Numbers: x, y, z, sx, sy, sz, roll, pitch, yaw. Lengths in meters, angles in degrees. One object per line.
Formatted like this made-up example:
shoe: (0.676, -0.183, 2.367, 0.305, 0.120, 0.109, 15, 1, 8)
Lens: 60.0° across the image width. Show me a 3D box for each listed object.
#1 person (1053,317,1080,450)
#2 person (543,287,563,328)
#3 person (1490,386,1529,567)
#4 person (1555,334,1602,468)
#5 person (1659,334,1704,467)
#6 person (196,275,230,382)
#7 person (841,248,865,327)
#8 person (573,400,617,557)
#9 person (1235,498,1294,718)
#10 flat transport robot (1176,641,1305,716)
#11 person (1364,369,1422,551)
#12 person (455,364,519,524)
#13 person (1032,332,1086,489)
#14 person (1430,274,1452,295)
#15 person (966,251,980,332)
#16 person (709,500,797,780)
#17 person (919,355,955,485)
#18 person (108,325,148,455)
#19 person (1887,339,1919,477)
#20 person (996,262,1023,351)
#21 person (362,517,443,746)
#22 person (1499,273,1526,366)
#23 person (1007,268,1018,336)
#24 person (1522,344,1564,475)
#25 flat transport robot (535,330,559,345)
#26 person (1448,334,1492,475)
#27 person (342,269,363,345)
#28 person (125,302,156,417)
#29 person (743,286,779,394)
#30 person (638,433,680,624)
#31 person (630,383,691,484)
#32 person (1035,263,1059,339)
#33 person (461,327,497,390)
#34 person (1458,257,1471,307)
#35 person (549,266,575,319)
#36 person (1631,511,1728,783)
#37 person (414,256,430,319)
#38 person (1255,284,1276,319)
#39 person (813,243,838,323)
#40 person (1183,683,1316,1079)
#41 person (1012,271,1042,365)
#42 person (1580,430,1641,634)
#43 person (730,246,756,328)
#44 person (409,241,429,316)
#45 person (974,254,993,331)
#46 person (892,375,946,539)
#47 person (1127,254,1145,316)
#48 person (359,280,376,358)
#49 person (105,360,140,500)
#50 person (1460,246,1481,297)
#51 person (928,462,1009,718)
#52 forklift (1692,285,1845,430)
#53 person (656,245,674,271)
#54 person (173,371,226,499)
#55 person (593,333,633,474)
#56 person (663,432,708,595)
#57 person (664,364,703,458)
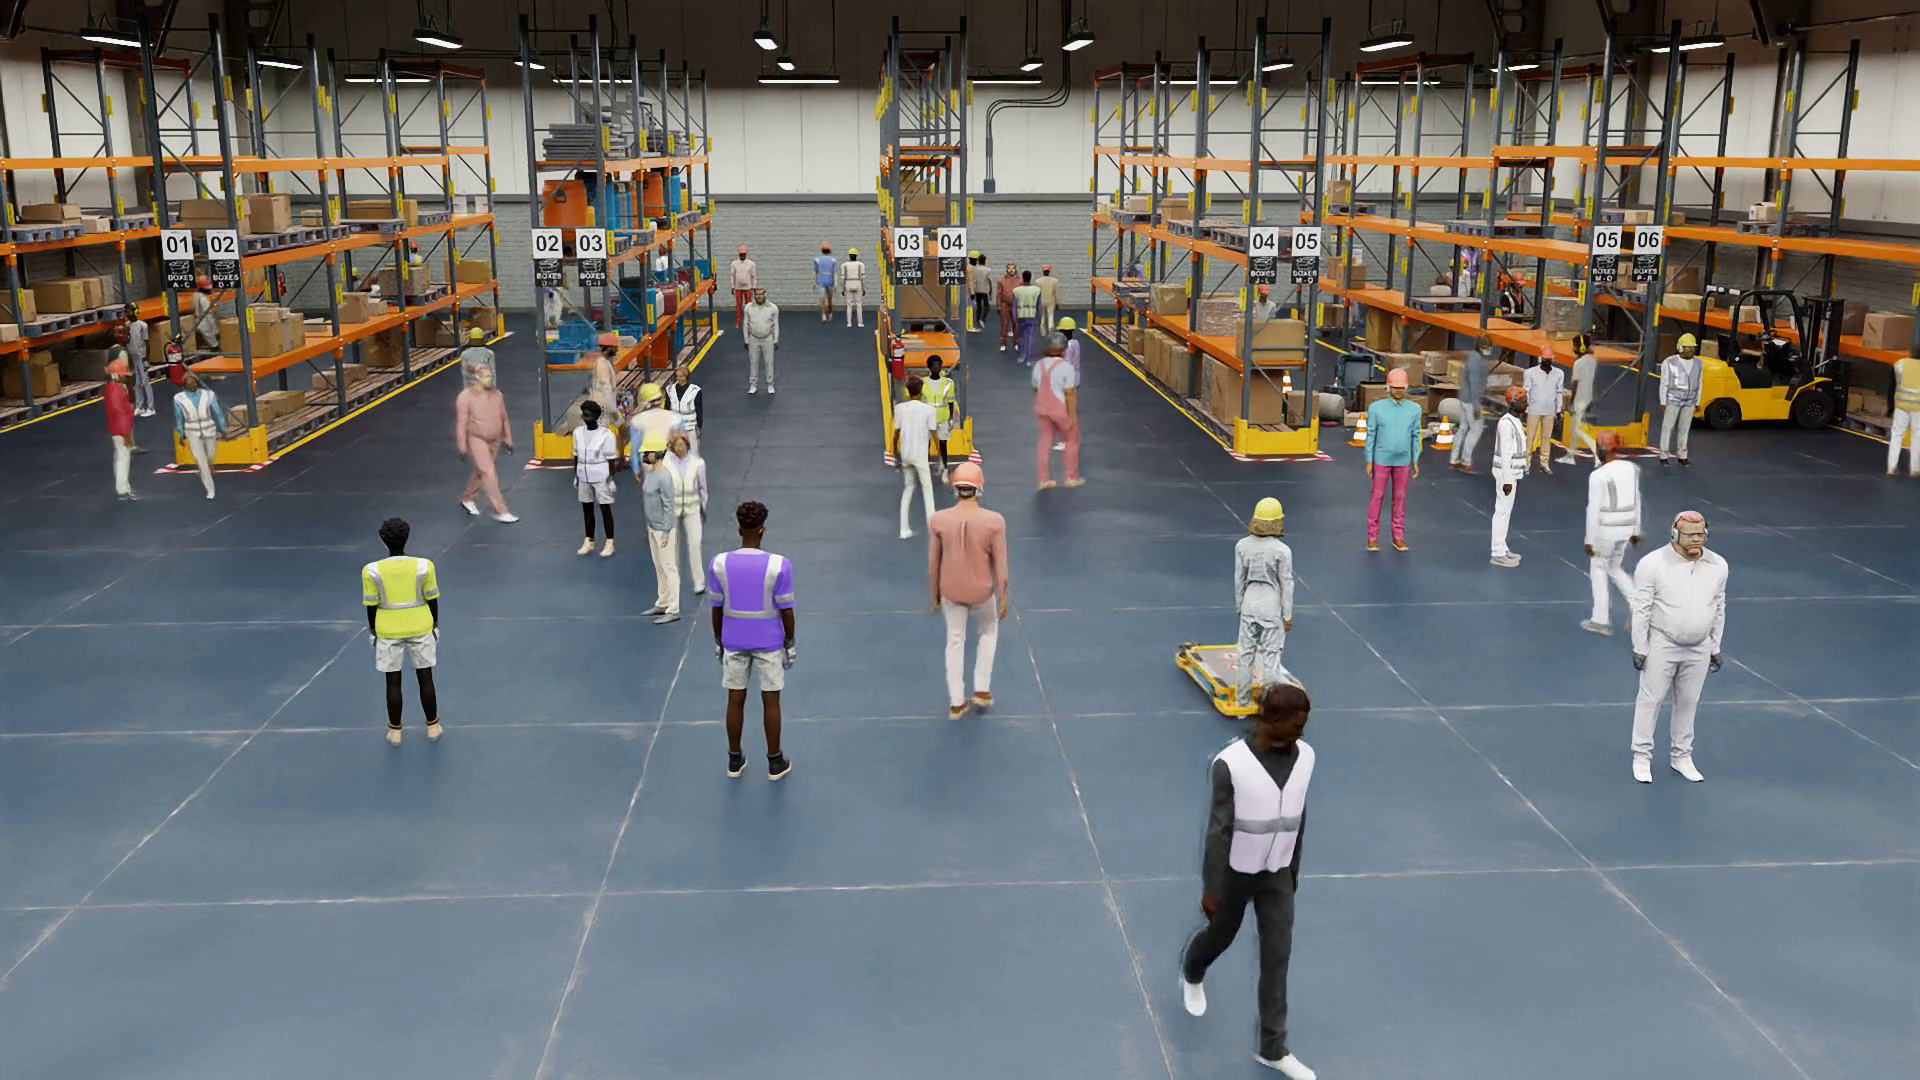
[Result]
person: (1.552, -2.265, 24.104, 0.366, 1.927, 0.588, 3, 14, 14)
person: (-9.875, -6.050, 40.387, 0.696, 1.810, 0.640, -8, 16, -31)
person: (5.769, -0.671, 17.448, 0.356, 1.883, 0.574, 6, 14, 23)
person: (8.530, -1.889, 22.731, 0.509, 1.838, 0.766, -10, 16, -36)
person: (9.885, -1.911, 22.800, 0.592, 1.837, 0.404, -1, 13, -3)
person: (-14.021, -3.967, 31.167, 0.490, 2.001, 0.734, -8, 15, -31)
person: (-2.595, -6.142, 40.551, 0.585, 1.917, 0.382, 0, 13, 0)
person: (-3.913, -0.661, 17.807, 0.536, 1.695, 0.318, 5, 14, 22)
person: (2.313, 0.535, 12.640, 0.486, 1.744, 0.294, 11, 17, 38)
flat transport robot: (2.251, 1.093, 13.431, 0.652, 0.197, 1.431, -2, 13, -8)
person: (4.689, -0.867, 18.037, 0.613, 1.994, 0.382, -1, 13, -3)
person: (-5.609, -1.156, 19.582, 1.035, 1.859, 0.651, 8, 16, 31)
person: (1.319, -1.672, 21.350, 0.707, 2.000, 0.743, 13, 18, 43)
person: (10.505, -5.035, 36.504, 0.521, 1.614, 0.475, -1, 13, -3)
person: (0.291, -5.921, 39.606, 0.372, 1.922, 0.585, 0, 13, -2)
person: (-1.422, 0.694, 11.509, 0.605, 1.957, 0.372, 2, 13, 8)
person: (-0.329, -1.562, 21.615, 0.536, 1.700, 0.318, -1, 13, -3)
person: (-11.951, -2.141, 23.756, 0.373, 1.843, 0.572, -11, 17, -39)
person: (12.709, -1.761, 22.162, 0.429, 1.842, 0.634, -11, 17, -38)
person: (1.102, -5.019, 35.817, 0.642, 1.908, 0.407, -1, 13, -3)
person: (-4.066, 0.670, 12.169, 0.532, 1.696, 0.318, -5, 14, -20)
person: (10.317, -3.952, 31.004, 0.607, 2.044, 0.375, -10, 16, -36)
person: (1.234, -5.560, 38.685, 0.313, 1.638, 0.513, -1, 13, -6)
person: (7.805, -1.749, 22.293, 0.565, 1.751, 0.330, -1, 13, -3)
flat transport robot: (-9.197, -4.564, 37.392, 0.652, 0.197, 1.431, -4, 14, -15)
person: (6.859, -1.833, 22.350, 0.484, 1.895, 0.675, 4, 14, 17)
person: (-13.431, -5.166, 36.865, 0.528, 1.703, 0.426, 3, 14, 13)
person: (-13.412, -2.942, 27.097, 0.512, 1.873, 0.328, 6, 14, 23)
person: (-3.540, -3.554, 29.611, 0.642, 1.908, 0.407, -1, 13, -3)
person: (-2.780, -0.111, 15.327, 0.313, 1.769, 0.523, -7, 15, -28)
person: (-3.269, -0.827, 18.279, 0.693, 1.802, 0.540, -2, 13, -10)
person: (1.976, -5.444, 37.991, 0.573, 1.730, 0.649, -1, 13, -3)
person: (-7.051, -2.246, 24.418, 0.492, 1.742, 0.324, -4, 14, -18)
person: (12.042, -5.915, 39.938, 0.325, 1.752, 0.560, -8, 16, -32)
person: (-10.320, -6.607, 42.804, 0.986, 1.798, 0.554, -12, 18, -42)
person: (4.944, 0.735, 11.441, 0.642, 1.908, 0.407, -1, 13, -3)
person: (-13.172, -6.052, 40.558, 0.529, 1.736, 0.802, -2, 13, -9)
person: (5.785, -4.027, 31.932, 0.565, 1.755, 0.319, -1, 13, -3)
person: (-3.364, -6.431, 41.618, 0.629, 1.998, 1.041, 0, 13, -1)
person: (1.401, 1.566, 8.037, 0.641, 1.866, 0.969, -6, 15, -25)
person: (1.363, -4.514, 33.744, 0.594, 1.882, 0.932, 1, 13, 3)
person: (5.870, -0.050, 14.853, 0.612, 1.865, 0.564, -7, 15, -28)
person: (-5.253, -6.115, 40.323, 0.640, 1.989, 0.423, 0, 13, -1)
person: (-14.181, -6.817, 43.359, 0.545, 1.942, 0.353, 2, 13, 9)
person: (0.518, -5.888, 39.636, 0.565, 1.846, 0.403, 4, 14, 17)
person: (-0.463, -0.906, 18.541, 0.621, 1.841, 0.397, 6, 14, 23)
person: (4.579, -6.620, 43.222, 0.500, 1.621, 0.346, 11, 17, 38)
person: (-12.309, -4.590, 34.593, 0.505, 1.633, 0.282, -6, 15, -26)
person: (-10.451, -1.377, 20.780, 0.346, 1.726, 0.617, -8, 15, -30)
person: (13.430, -6.990, 43.865, 0.608, 2.048, 0.364, -1, 13, -3)
person: (0.080, 0.371, 12.835, 0.659, 1.970, 0.624, 3, 14, 13)
forklift: (12.503, -2.886, 26.166, 2.313, 2.155, 1.214, -1, 13, -3)
person: (-7.536, -6.577, 42.466, 0.337, 1.882, 0.584, 9, 16, 35)
person: (-9.563, -1.354, 20.942, 0.546, 1.607, 0.739, -7, 15, -28)
person: (-4.597, -1.802, 22.168, 0.736, 1.908, 0.569, -1, 13, -3)
person: (-2.729, -0.259, 16.331, 0.530, 1.591, 0.838, -3, 14, -14)
person: (-3.509, -1.416, 21.133, 0.512, 1.637, 0.306, 3, 14, 12)
